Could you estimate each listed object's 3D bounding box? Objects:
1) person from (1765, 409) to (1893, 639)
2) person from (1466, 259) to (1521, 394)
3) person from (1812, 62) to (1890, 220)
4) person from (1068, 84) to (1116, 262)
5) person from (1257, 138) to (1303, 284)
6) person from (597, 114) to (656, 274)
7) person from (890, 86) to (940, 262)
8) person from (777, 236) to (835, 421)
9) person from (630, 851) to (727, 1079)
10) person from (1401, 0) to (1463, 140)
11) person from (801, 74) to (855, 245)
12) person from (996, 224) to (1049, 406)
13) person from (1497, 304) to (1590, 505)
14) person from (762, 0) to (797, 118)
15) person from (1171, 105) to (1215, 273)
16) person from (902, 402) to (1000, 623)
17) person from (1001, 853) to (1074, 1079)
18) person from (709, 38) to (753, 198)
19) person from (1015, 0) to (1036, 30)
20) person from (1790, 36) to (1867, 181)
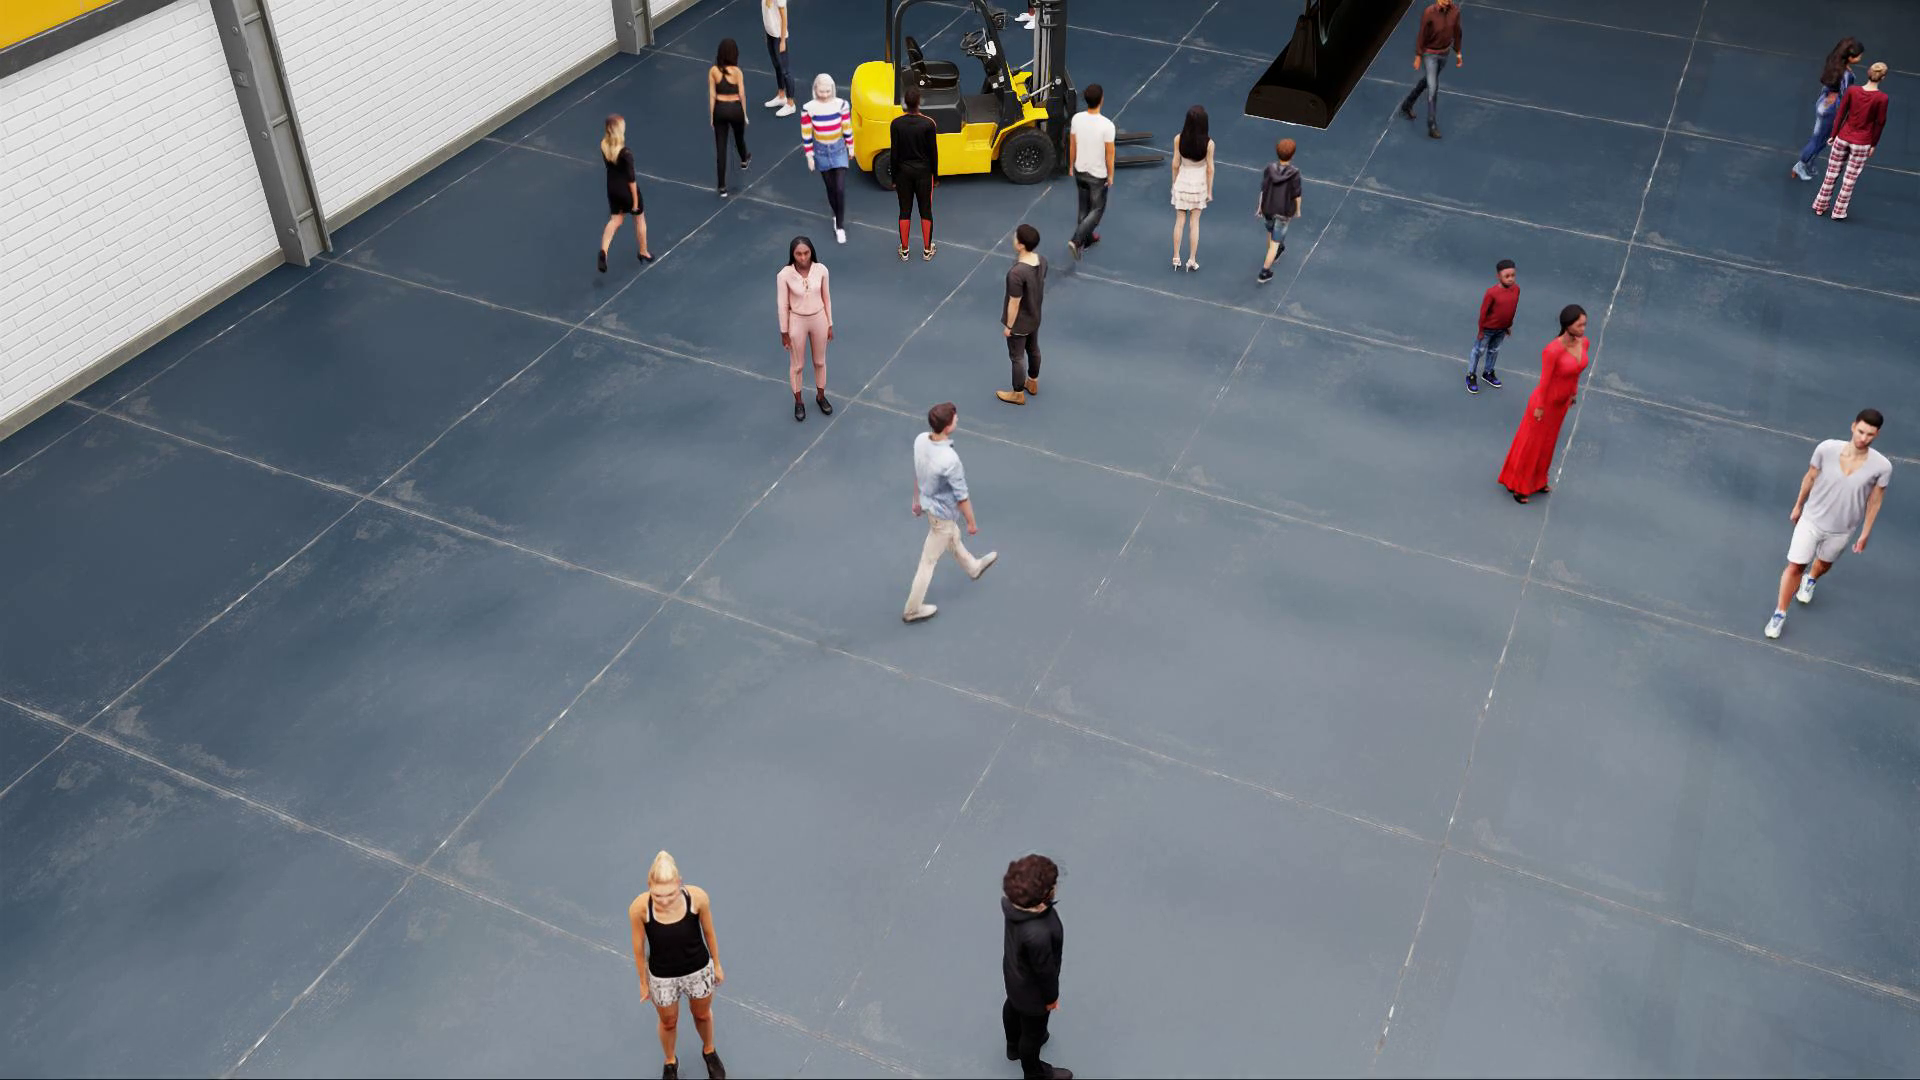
[{"bbox_3d":[6.411,-0.201,12.187,0.767,1.827,1.092,21,43,24],"label":"person"},{"bbox_3d":[4.755,-1.927,14.807,0.588,1.256,0.645,-12,40,-14],"label":"person"},{"bbox_3d":[9.264,-4.148,17.235,0.672,1.697,0.606,30,48,32],"label":"person"},{"bbox_3d":[1.260,-3.618,16.504,0.734,1.790,1.010,22,44,25],"label":"person"},{"bbox_3d":[3.088,-3.197,16.272,0.625,1.413,0.981,22,43,25],"label":"person"},{"bbox_3d":[-3.358,-3.351,16.271,0.616,1.655,0.974,21,43,24],"label":"person"},{"bbox_3d":[-0.456,-3.635,16.503,0.701,1.809,0.670,1,39,1],"label":"person"},{"bbox_3d":[-1.320,-1.833,14.317,0.691,1.721,0.754,-13,40,-16],"label":"person"},{"bbox_3d":[-1.521,2.321,9.015,0.684,1.845,0.726,-10,40,-12],"label":"person"},{"bbox_3d":[5.358,-5.532,18.933,1.148,1.740,1.179,-14,41,-17],"label":"person"},{"bbox_3d":[-1.314,-3.966,16.946,0.875,1.773,0.978,-2,39,-3],"label":"person"},{"bbox_3d":[0.561,-1.973,14.494,0.734,1.719,0.579,28,46,30],"label":"person"},{"bbox_3d":[4.747,-1.104,13.362,0.711,1.784,0.796,-21,43,-25],"label":"person"},{"bbox_3d":[-2.104,-5.826,19.246,0.700,1.809,0.666,-18,42,-21],"label":"person"},{"bbox_3d":[2.255,-3.432,16.308,0.575,1.735,0.525,15,41,18],"label":"person"},{"bbox_3d":[-0.232,-0.163,12.160,1.272,1.804,1.090,-22,43,-25],"label":"person"},{"bbox_3d":[0.382,2.344,9.039,0.798,1.781,0.738,-13,40,-16],"label":"person"},{"bbox_3d":[-2.466,-4.452,17.717,0.837,1.570,1.183,1,39,1],"label":"person"},{"bbox_3d":[0.943,-7.471,21.366,0.758,1.735,0.697,-12,40,-15],"label":"person"},{"bbox_3d":[9.258,-4.622,17.892,0.715,1.618,0.583,10,40,12],"label":"person"}]
